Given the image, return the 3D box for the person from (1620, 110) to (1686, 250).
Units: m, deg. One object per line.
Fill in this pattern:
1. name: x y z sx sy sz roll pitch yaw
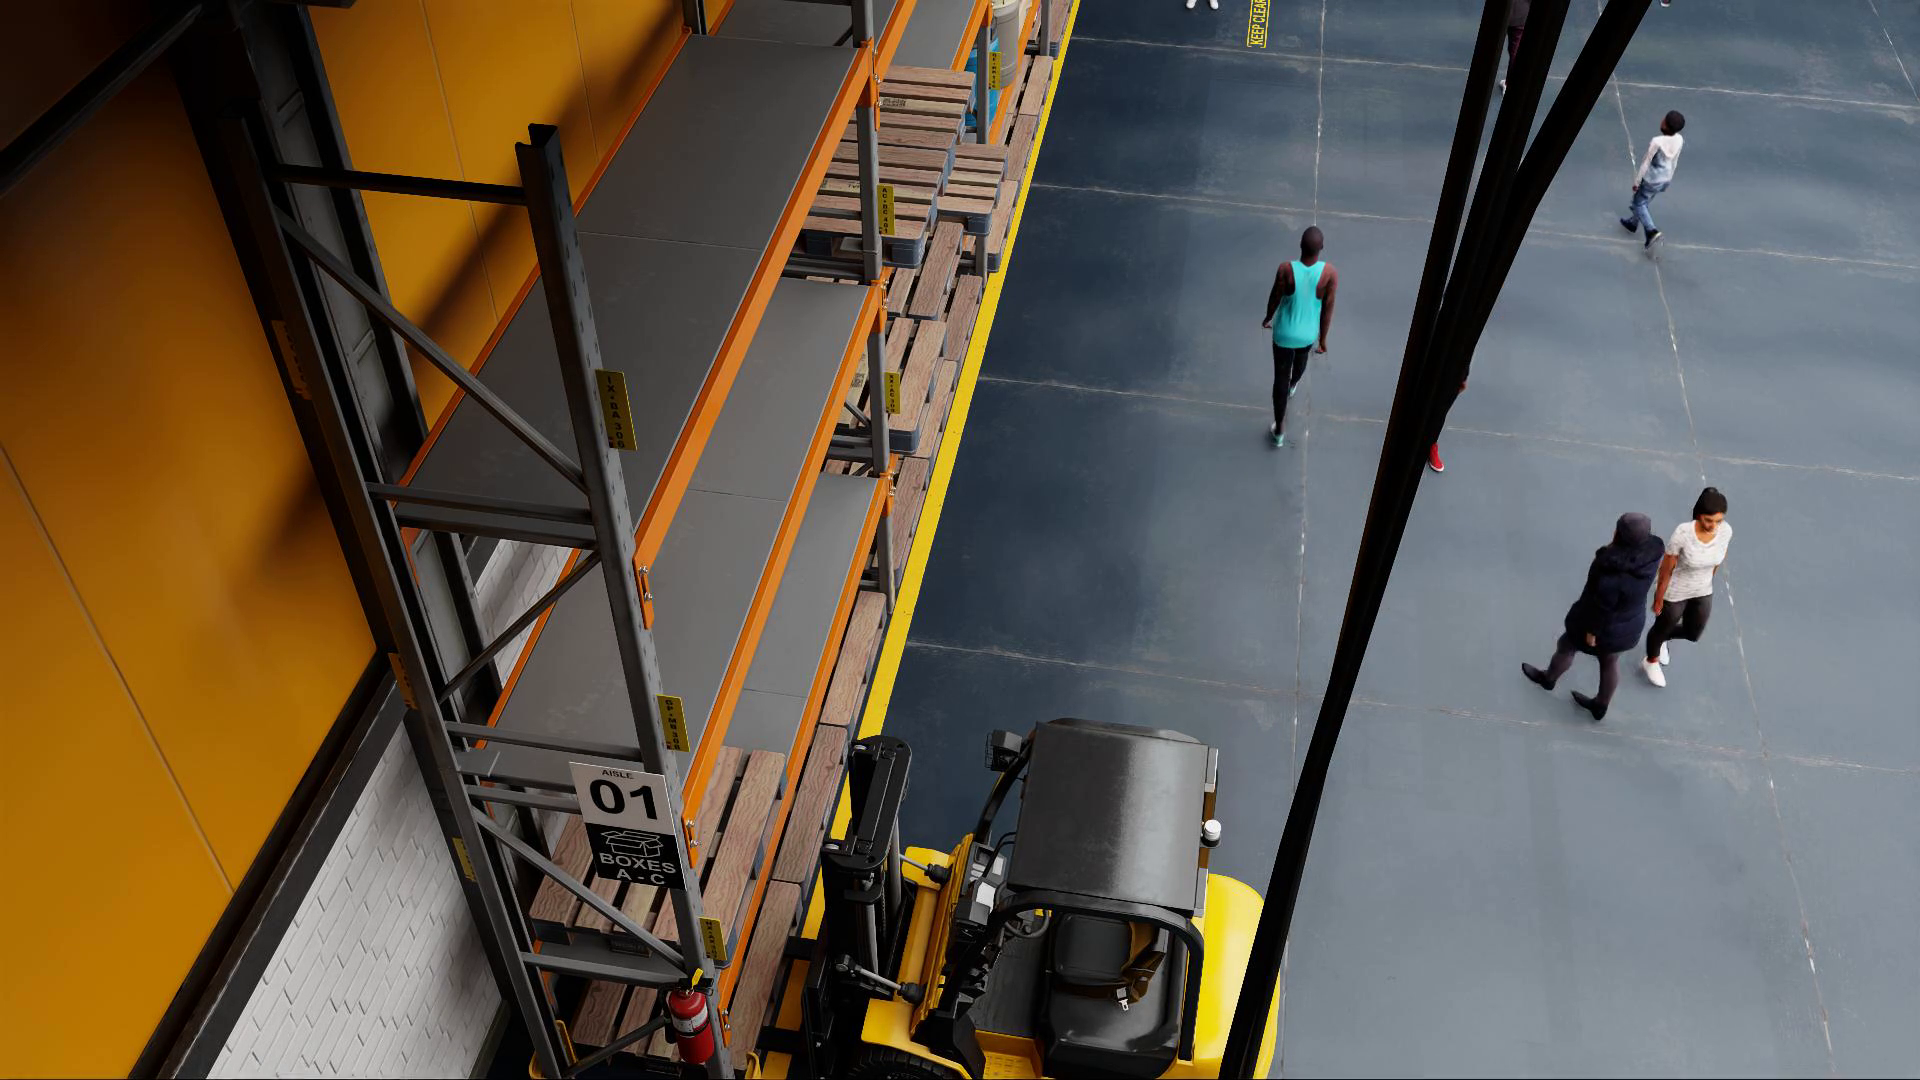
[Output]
1. person: 6.127 -3.165 14.629 0.706 1.248 0.853 -13 45 -13

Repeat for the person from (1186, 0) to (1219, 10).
1. person: 2.694 -6.567 17.869 0.623 1.705 0.529 3 44 3

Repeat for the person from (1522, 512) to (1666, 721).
1. person: 4.151 0.531 10.452 0.920 1.658 0.982 -26 49 -25

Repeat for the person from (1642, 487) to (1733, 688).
1. person: 4.630 0.258 10.757 0.670 1.633 0.713 -7 44 -7

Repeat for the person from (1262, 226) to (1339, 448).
1. person: 2.517 -1.481 12.479 0.685 1.776 1.114 4 44 5
